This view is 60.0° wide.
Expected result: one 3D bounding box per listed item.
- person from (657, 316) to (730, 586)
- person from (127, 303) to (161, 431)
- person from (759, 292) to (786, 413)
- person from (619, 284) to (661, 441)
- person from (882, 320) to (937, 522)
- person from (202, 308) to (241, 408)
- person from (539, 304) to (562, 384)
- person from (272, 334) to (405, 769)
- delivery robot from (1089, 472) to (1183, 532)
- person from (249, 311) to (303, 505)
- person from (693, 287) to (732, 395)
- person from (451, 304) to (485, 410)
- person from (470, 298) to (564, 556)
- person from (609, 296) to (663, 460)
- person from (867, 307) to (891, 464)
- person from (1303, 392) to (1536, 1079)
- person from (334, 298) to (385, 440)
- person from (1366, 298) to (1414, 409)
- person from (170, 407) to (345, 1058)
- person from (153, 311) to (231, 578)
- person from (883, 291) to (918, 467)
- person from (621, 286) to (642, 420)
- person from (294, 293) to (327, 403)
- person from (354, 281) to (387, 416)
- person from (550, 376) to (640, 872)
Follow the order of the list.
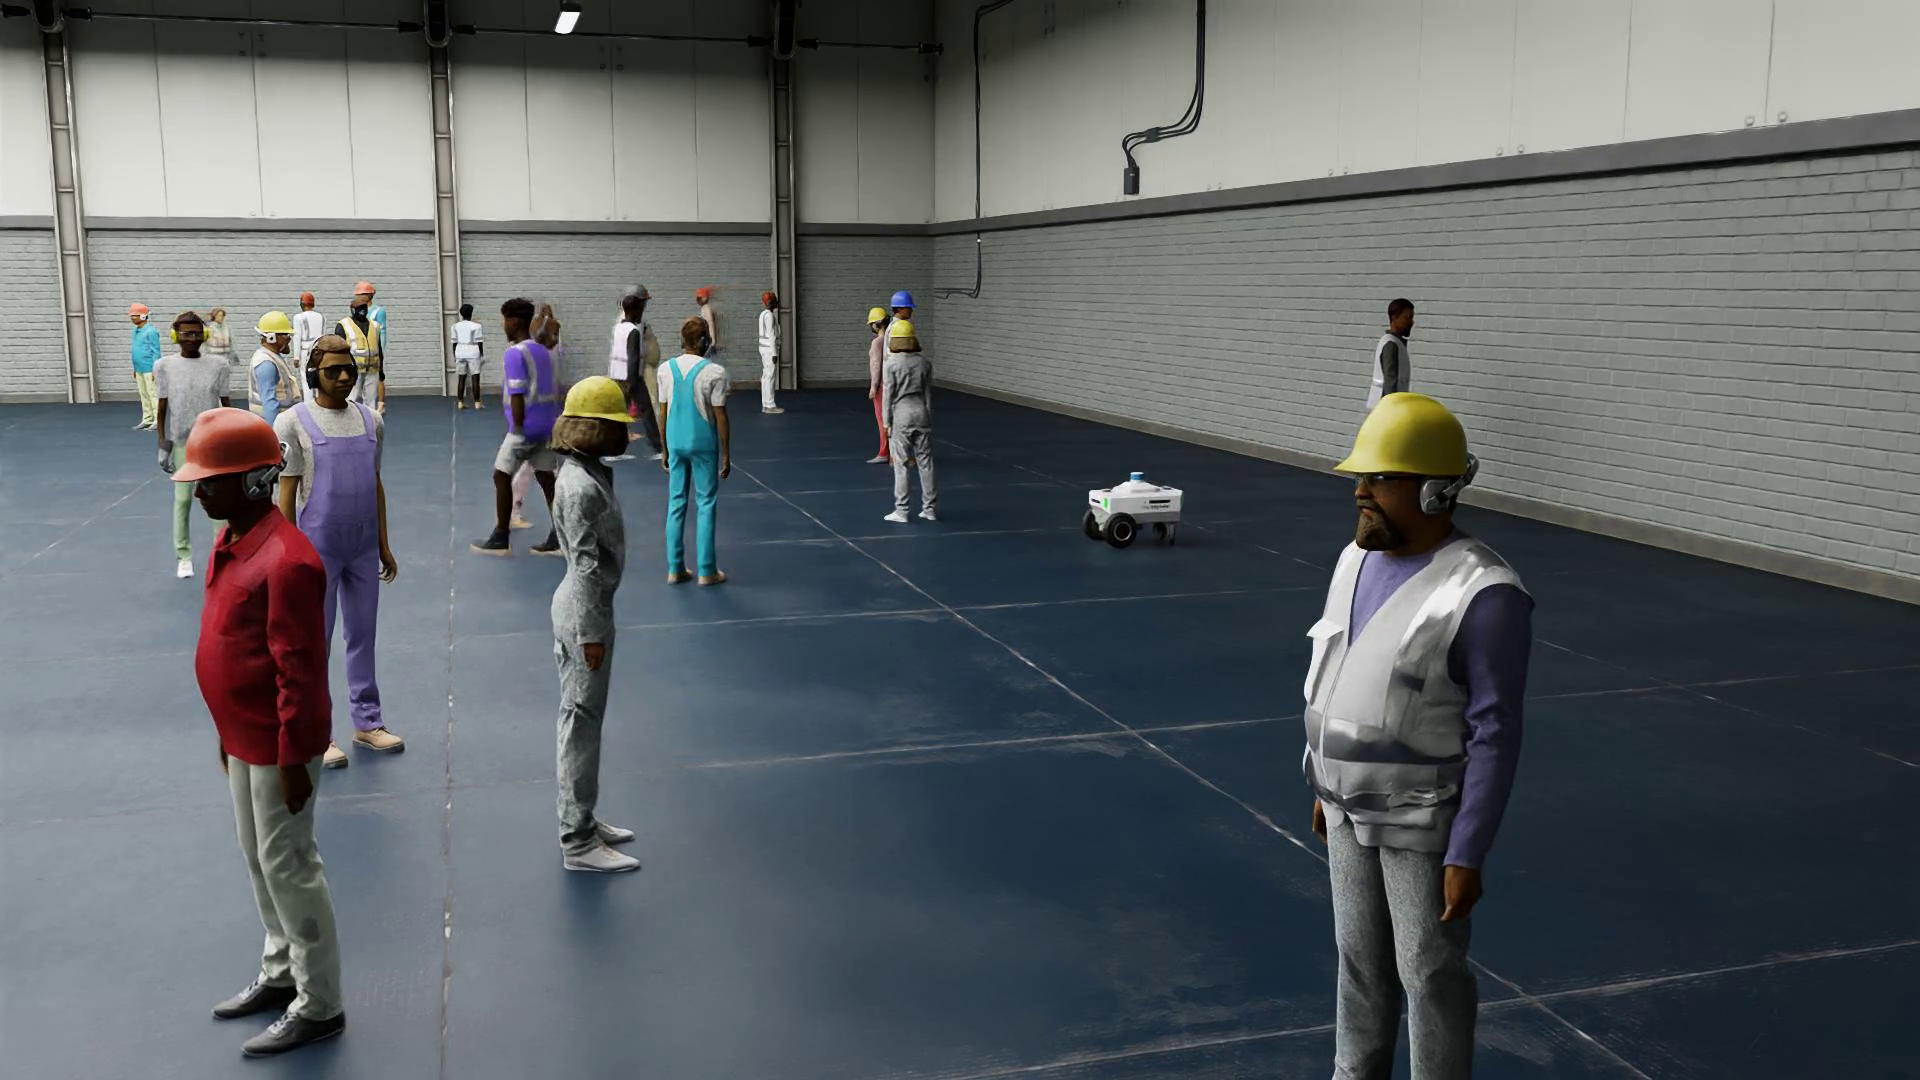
[{"bbox_3d":[-1.792,-0.595,11.274,0.516,1.835,0.357,2,9,16],"label":"person"},{"bbox_3d":[-11.229,-2.376,22.881,0.573,1.749,0.343,6,11,35],"label":"person"},{"bbox_3d":[-2.942,-2.912,25.884,0.355,1.885,0.575,-3,9,-18],"label":"person"},{"bbox_3d":[-4.011,-2.283,21.375,0.901,2.000,0.703,-5,10,-28],"label":"person"},{"bbox_3d":[-0.459,-1.022,14.339,0.497,1.732,0.383,-6,11,-33],"label":"person"},{"bbox_3d":[-11.846,-2.901,26.636,0.424,1.622,0.532,5,10,28],"label":"person"},{"bbox_3d":[-7.341,-3.372,29.615,0.506,1.632,0.268,-4,10,-25],"label":"person"},{"bbox_3d":[-2.668,0.042,7.164,0.345,1.846,0.506,6,11,35],"label":"person"},{"bbox_3d":[1.389,-0.290,13.083,0.707,0.478,0.477,-3,9,-19],"label":"delivery robot"},{"bbox_3d":[-5.498,-0.922,13.399,0.404,1.824,0.586,-3,9,-18],"label":"person"},{"bbox_3d":[-4.570,-3.530,29.670,1.041,1.940,0.617,-1,9,-9],"label":"person"},{"bbox_3d":[-7.854,-2.917,26.552,0.536,1.690,0.320,2,9,12],"label":"person"},{"bbox_3d":[-3.339,-0.835,12.452,0.838,1.930,0.650,2,9,14],"label":"person"},{"bbox_3d":[-3.693,-1.853,19.138,0.769,1.891,0.603,-6,11,-32],"label":"person"},{"bbox_3d":[-0.889,-1.739,18.792,0.319,1.763,0.522,3,9,18],"label":"person"},{"bbox_3d":[0.965,0.590,3.696,0.403,1.835,0.588,-4,10,-22],"label":"person"},{"bbox_3d":[-7.690,-2.188,21.398,0.429,1.845,0.621,8,12,41],"label":"person"},{"bbox_3d":[3.675,-1.101,14.228,0.389,1.916,0.590,2,9,15],"label":"person"},{"bbox_3d":[-1.899,0.511,4.499,0.350,1.743,0.569,-7,11,-39],"label":"person"},{"bbox_3d":[-5.335,-0.665,11.633,0.512,1.861,0.335,-5,10,-29],"label":"person"},{"bbox_3d":[-0.661,-1.787,18.502,0.388,1.947,0.611,0,9,-1],"label":"person"},{"bbox_3d":[-4.833,-2.773,24.692,0.406,1.987,0.608,-6,11,-33],"label":"person"},{"bbox_3d":[-9.741,-2.758,24.949,0.366,1.880,0.580,4,10,26],"label":"person"},{"bbox_3d":[-8.983,-2.893,25.255,0.608,2.044,0.377,4,10,24],"label":"person"},{"bbox_3d":[-1.294,0.291,5.909,0.323,1.739,0.489,-2,9,-11],"label":"person"}]
